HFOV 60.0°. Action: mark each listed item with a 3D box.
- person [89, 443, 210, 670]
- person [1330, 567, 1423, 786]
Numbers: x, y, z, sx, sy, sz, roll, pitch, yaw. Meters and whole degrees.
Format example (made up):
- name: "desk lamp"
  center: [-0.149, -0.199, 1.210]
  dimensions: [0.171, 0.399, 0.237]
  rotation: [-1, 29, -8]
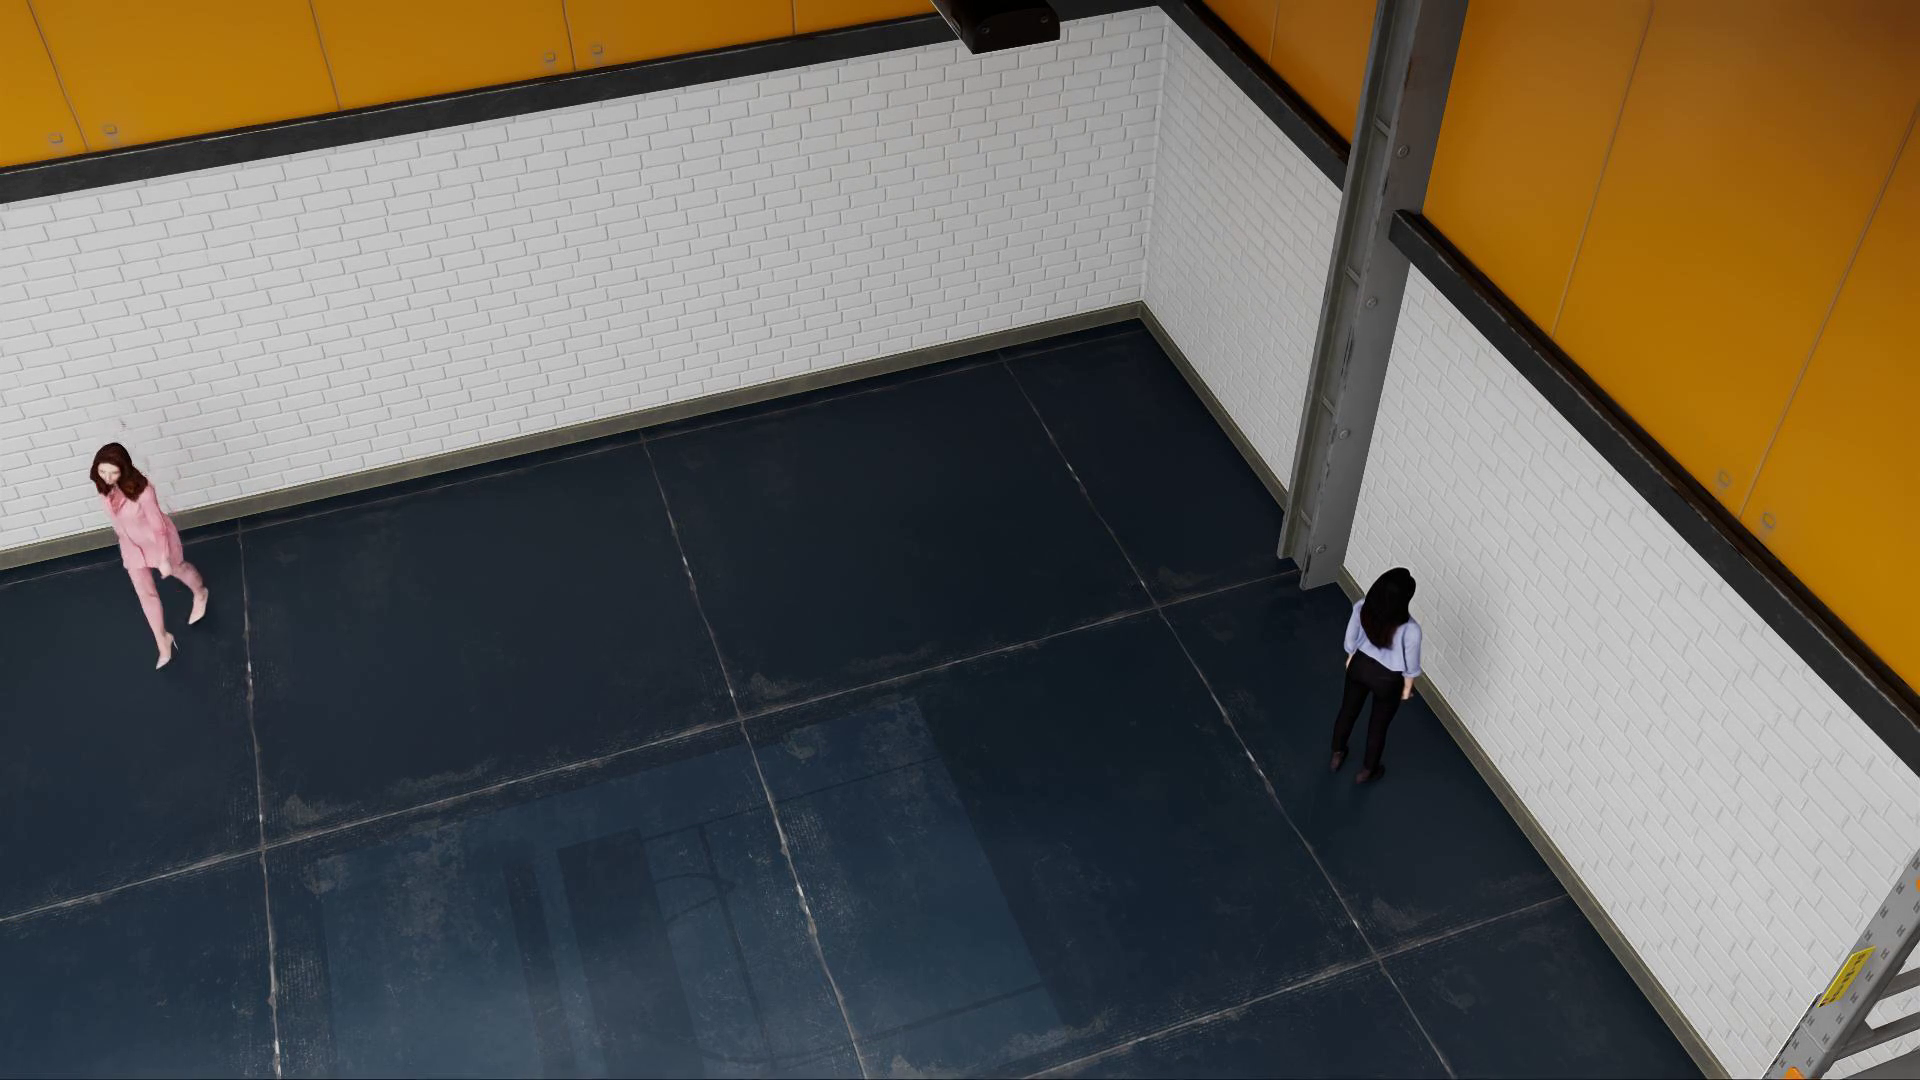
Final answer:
- name: "person"
  center: [-5.268, -0.029, 10.881]
  dimensions: [0.924, 1.753, 1.067]
  rotation: [13, 45, 13]
- name: "person"
  center: [2.493, 0.821, 9.996]
  dimensions: [0.664, 1.743, 0.791]
  rotation: [31, 52, 29]
